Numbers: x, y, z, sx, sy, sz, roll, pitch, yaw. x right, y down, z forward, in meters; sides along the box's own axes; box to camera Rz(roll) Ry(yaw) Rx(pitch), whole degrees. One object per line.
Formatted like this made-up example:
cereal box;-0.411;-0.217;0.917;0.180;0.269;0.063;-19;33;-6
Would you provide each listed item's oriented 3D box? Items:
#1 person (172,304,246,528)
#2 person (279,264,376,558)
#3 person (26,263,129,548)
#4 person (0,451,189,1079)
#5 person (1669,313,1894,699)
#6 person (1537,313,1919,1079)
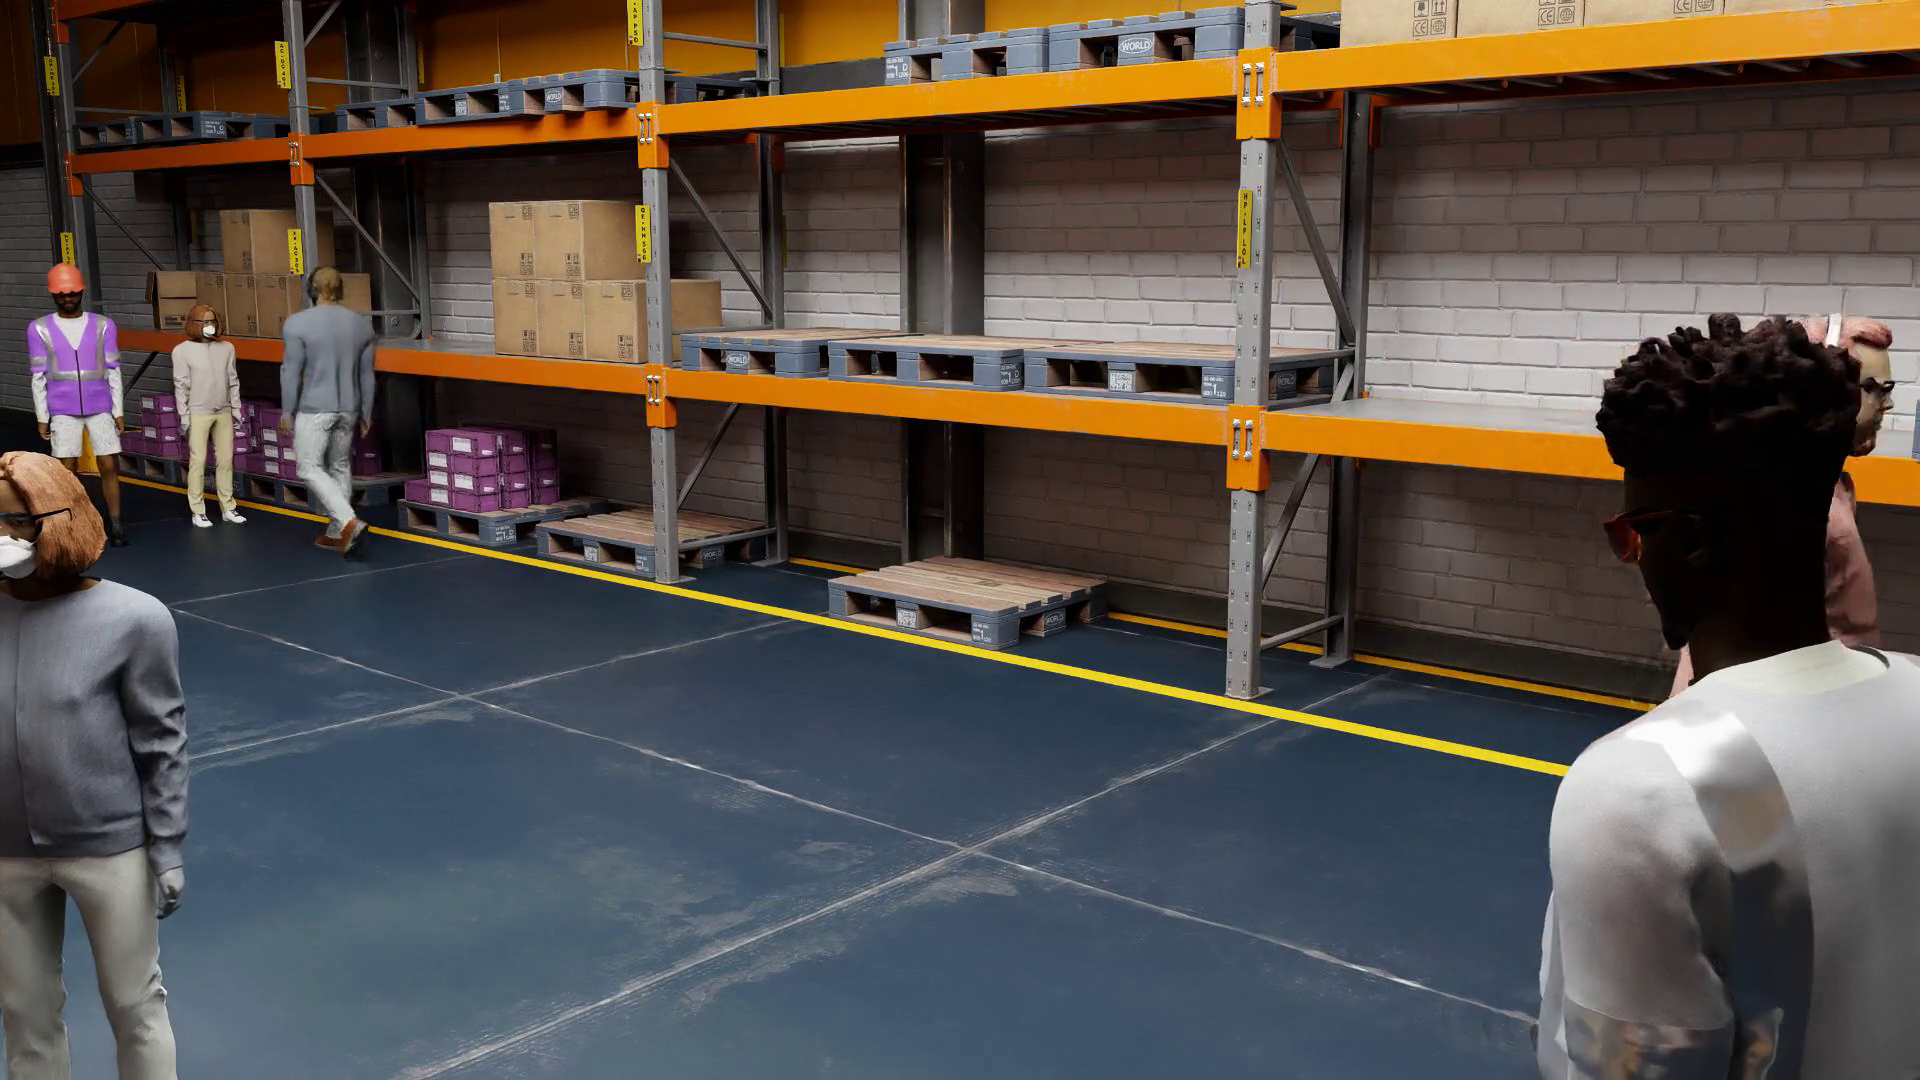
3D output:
person;-5.470;-0.906;12.125;0.281;1.624;0.493;6;12;31
person;-4.115;-0.836;10.889;0.741;1.919;0.653;7;12;34
person;-5.899;-0.880;11.141;0.543;1.925;0.398;-6;12;-30
person;-1.801;0.633;3.337;0.498;1.633;0.282;-1;10;-4
person;1.769;0.457;3.625;0.422;1.890;0.658;3;10;16
person;0.781;0.748;1.752;0.603;1.959;0.379;-7;12;-33
